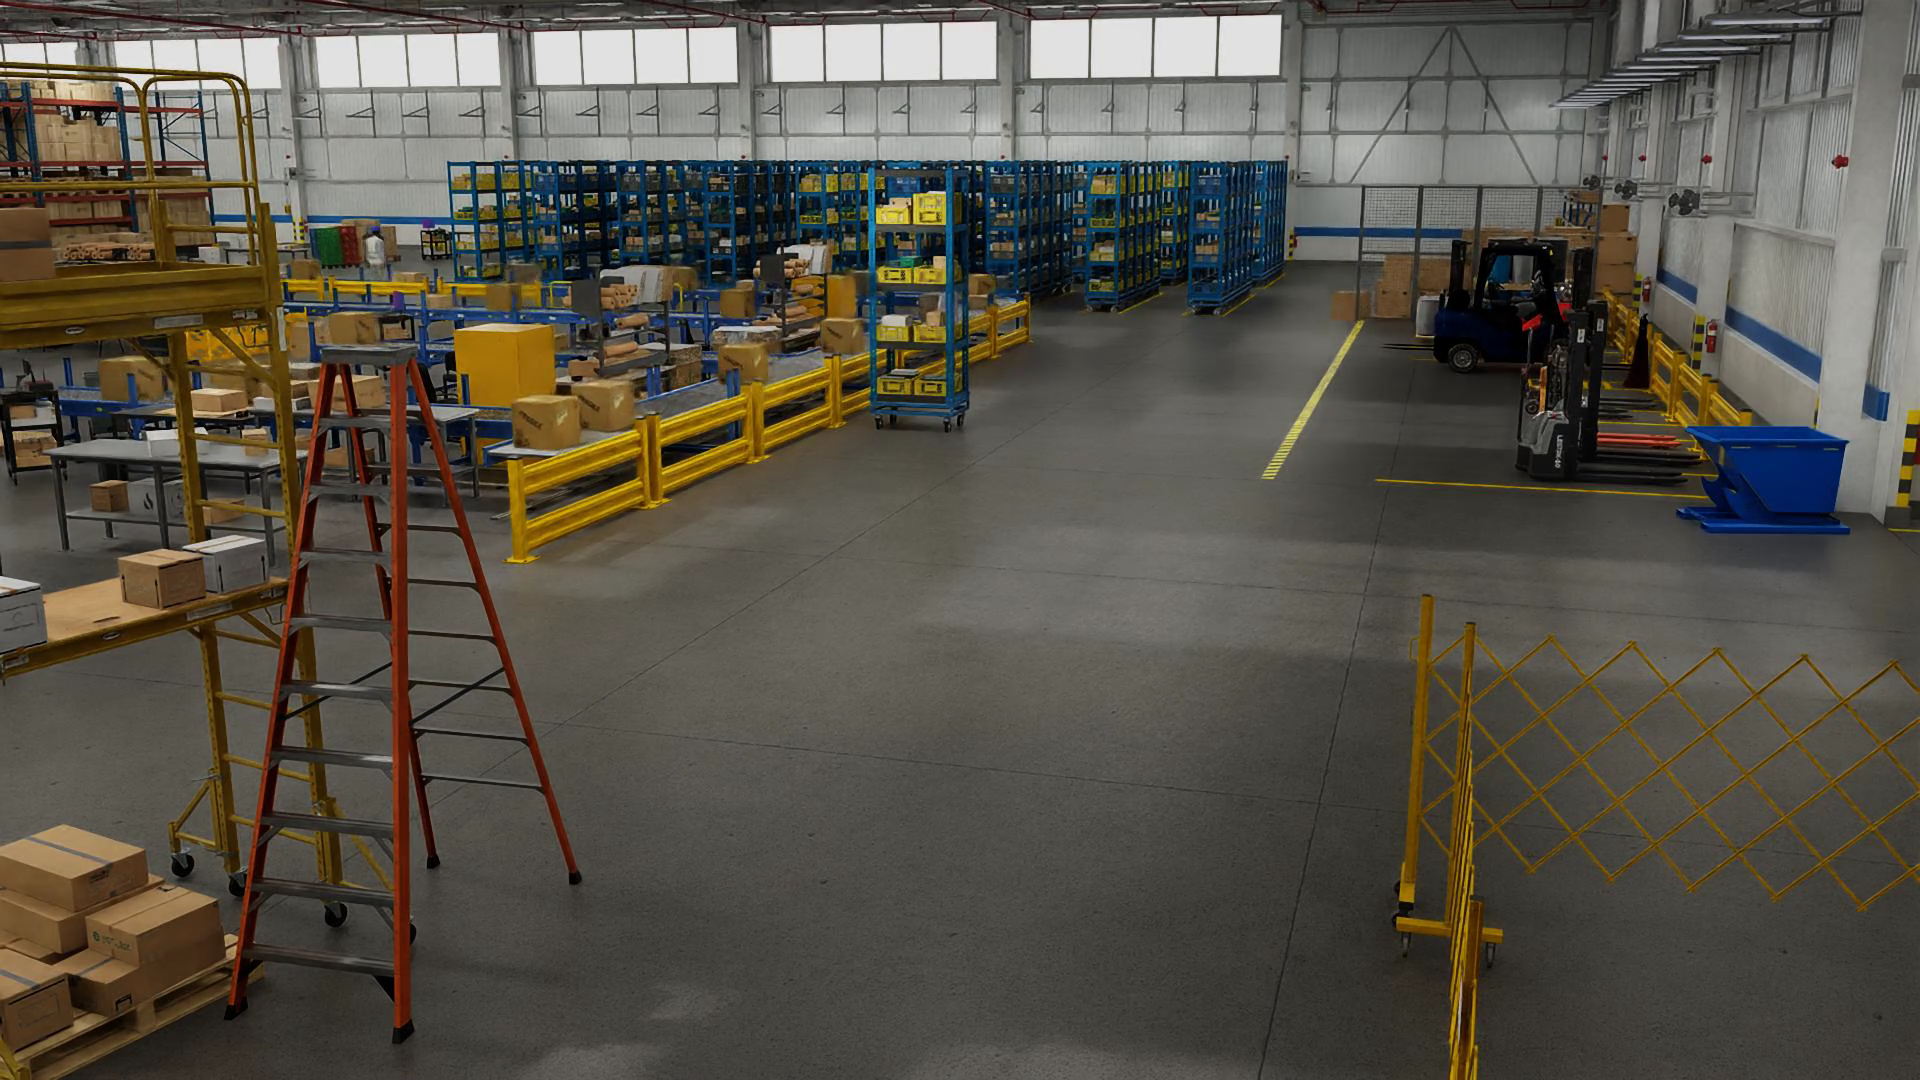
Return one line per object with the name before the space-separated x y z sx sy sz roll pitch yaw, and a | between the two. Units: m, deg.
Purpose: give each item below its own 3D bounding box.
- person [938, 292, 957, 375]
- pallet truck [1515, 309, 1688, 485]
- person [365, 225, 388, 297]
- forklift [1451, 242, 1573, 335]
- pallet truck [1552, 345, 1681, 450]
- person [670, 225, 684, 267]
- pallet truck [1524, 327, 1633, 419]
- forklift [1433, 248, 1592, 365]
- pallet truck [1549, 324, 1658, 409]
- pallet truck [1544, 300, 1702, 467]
person | -0.231 -3.533 27.360 0.377 2.045 0.605 0 13 -1
pallet truck | 7.554 -1.677 19.446 1.885 1.965 0.823 3 13 14
person | -15.687 -7.498 44.744 0.606 1.924 0.504 7 15 27
forklift | 10.464 -4.597 31.405 2.680 1.987 1.157 4 14 16
pallet truck | 8.641 -1.896 21.908 1.630 1.274 0.653 4 14 16
person | -8.241 -8.264 48.407 0.571 1.773 0.969 2 13 10
pallet truck | 9.065 -2.460 24.370 1.522 1.261 0.704 3 13 14
forklift | 9.780 -4.111 29.280 2.680 1.987 1.157 3 13 14
pallet truck | 9.824 -2.669 25.407 1.601 1.201 0.680 4 14 16
pallet truck | 8.263 -1.952 20.631 1.885 1.965 0.823 5 14 20
